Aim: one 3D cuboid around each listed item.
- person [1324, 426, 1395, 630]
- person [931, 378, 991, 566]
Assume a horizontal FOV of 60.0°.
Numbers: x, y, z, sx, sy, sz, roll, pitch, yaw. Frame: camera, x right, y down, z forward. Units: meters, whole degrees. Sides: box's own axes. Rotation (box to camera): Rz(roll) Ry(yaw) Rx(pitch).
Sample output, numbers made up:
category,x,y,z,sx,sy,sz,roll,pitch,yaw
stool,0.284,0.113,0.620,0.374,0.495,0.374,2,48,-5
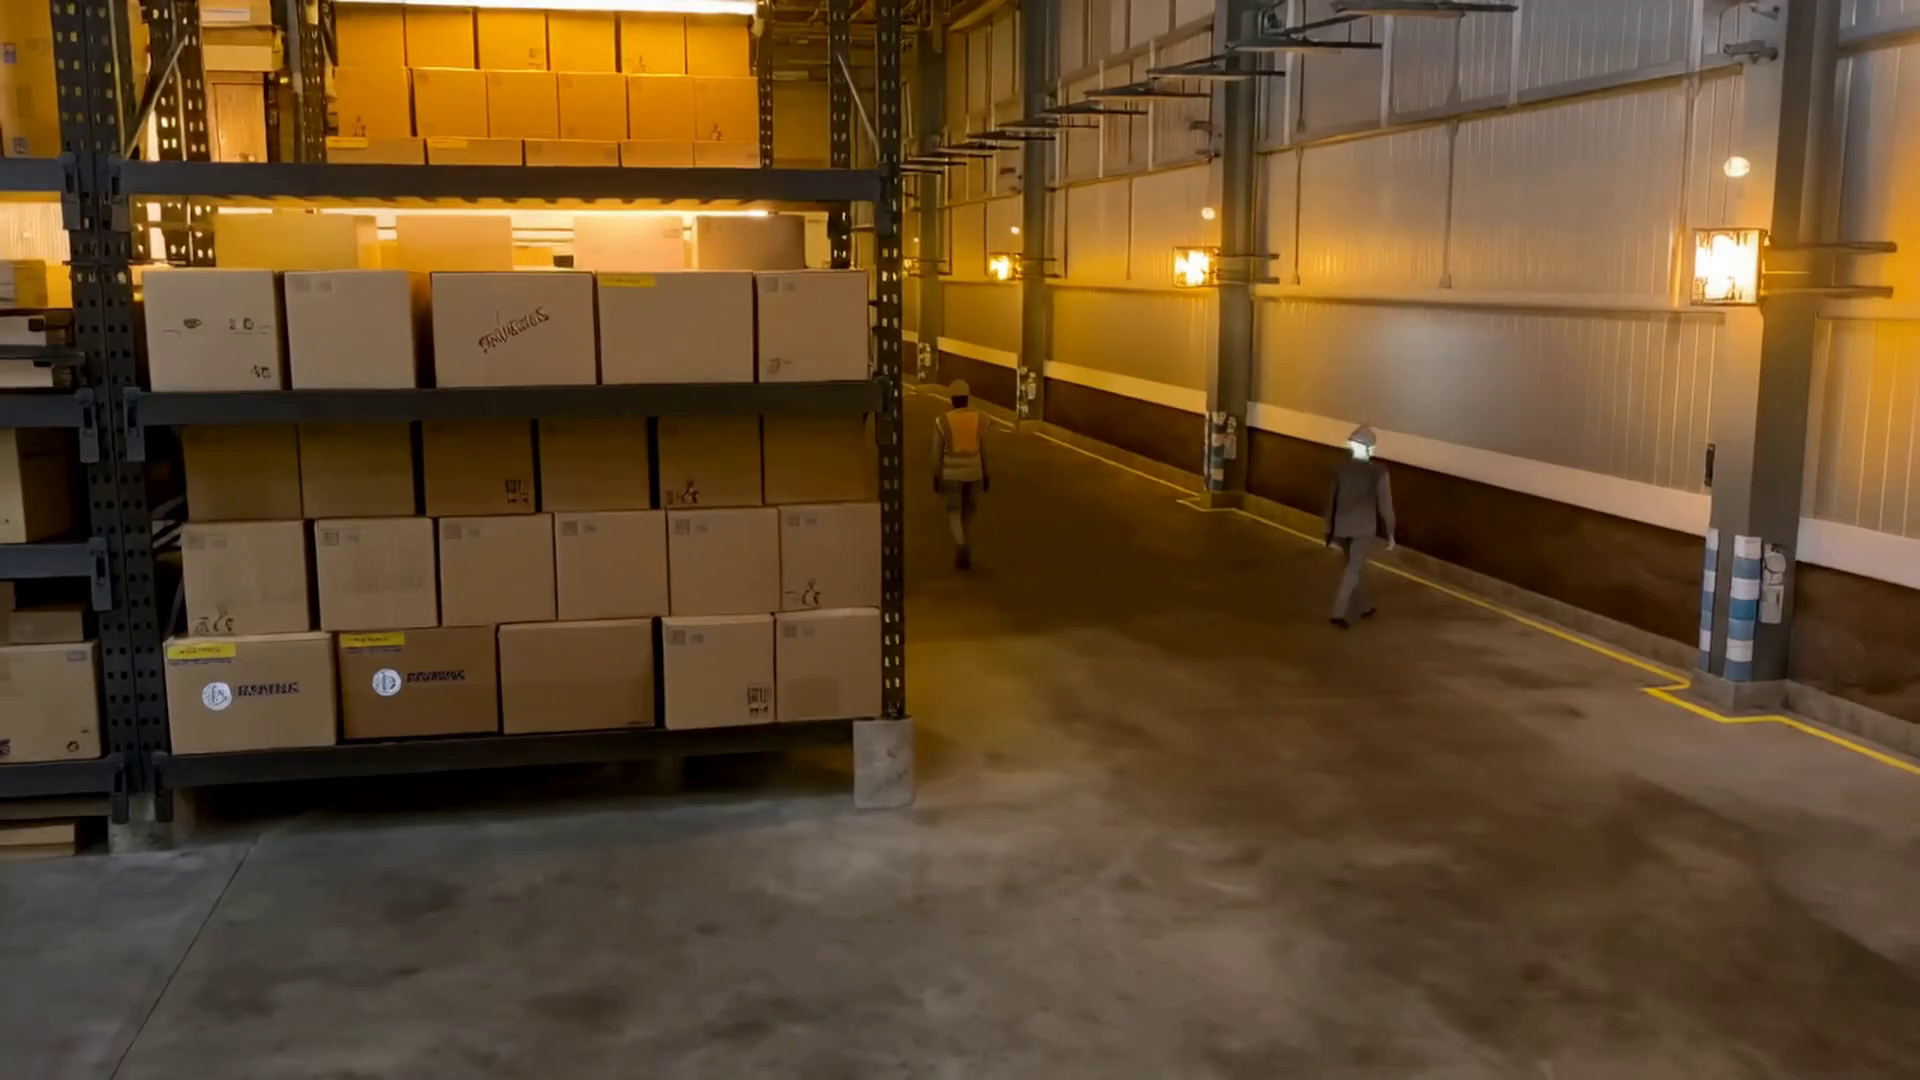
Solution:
category,x,y,z,sx,sy,sz,roll,pitch,yaw
person,3.374,-0.109,14.051,0.583,1.705,0.914,9,13,44
person,0.032,-0.653,16.694,0.621,1.931,0.658,-2,10,-13
